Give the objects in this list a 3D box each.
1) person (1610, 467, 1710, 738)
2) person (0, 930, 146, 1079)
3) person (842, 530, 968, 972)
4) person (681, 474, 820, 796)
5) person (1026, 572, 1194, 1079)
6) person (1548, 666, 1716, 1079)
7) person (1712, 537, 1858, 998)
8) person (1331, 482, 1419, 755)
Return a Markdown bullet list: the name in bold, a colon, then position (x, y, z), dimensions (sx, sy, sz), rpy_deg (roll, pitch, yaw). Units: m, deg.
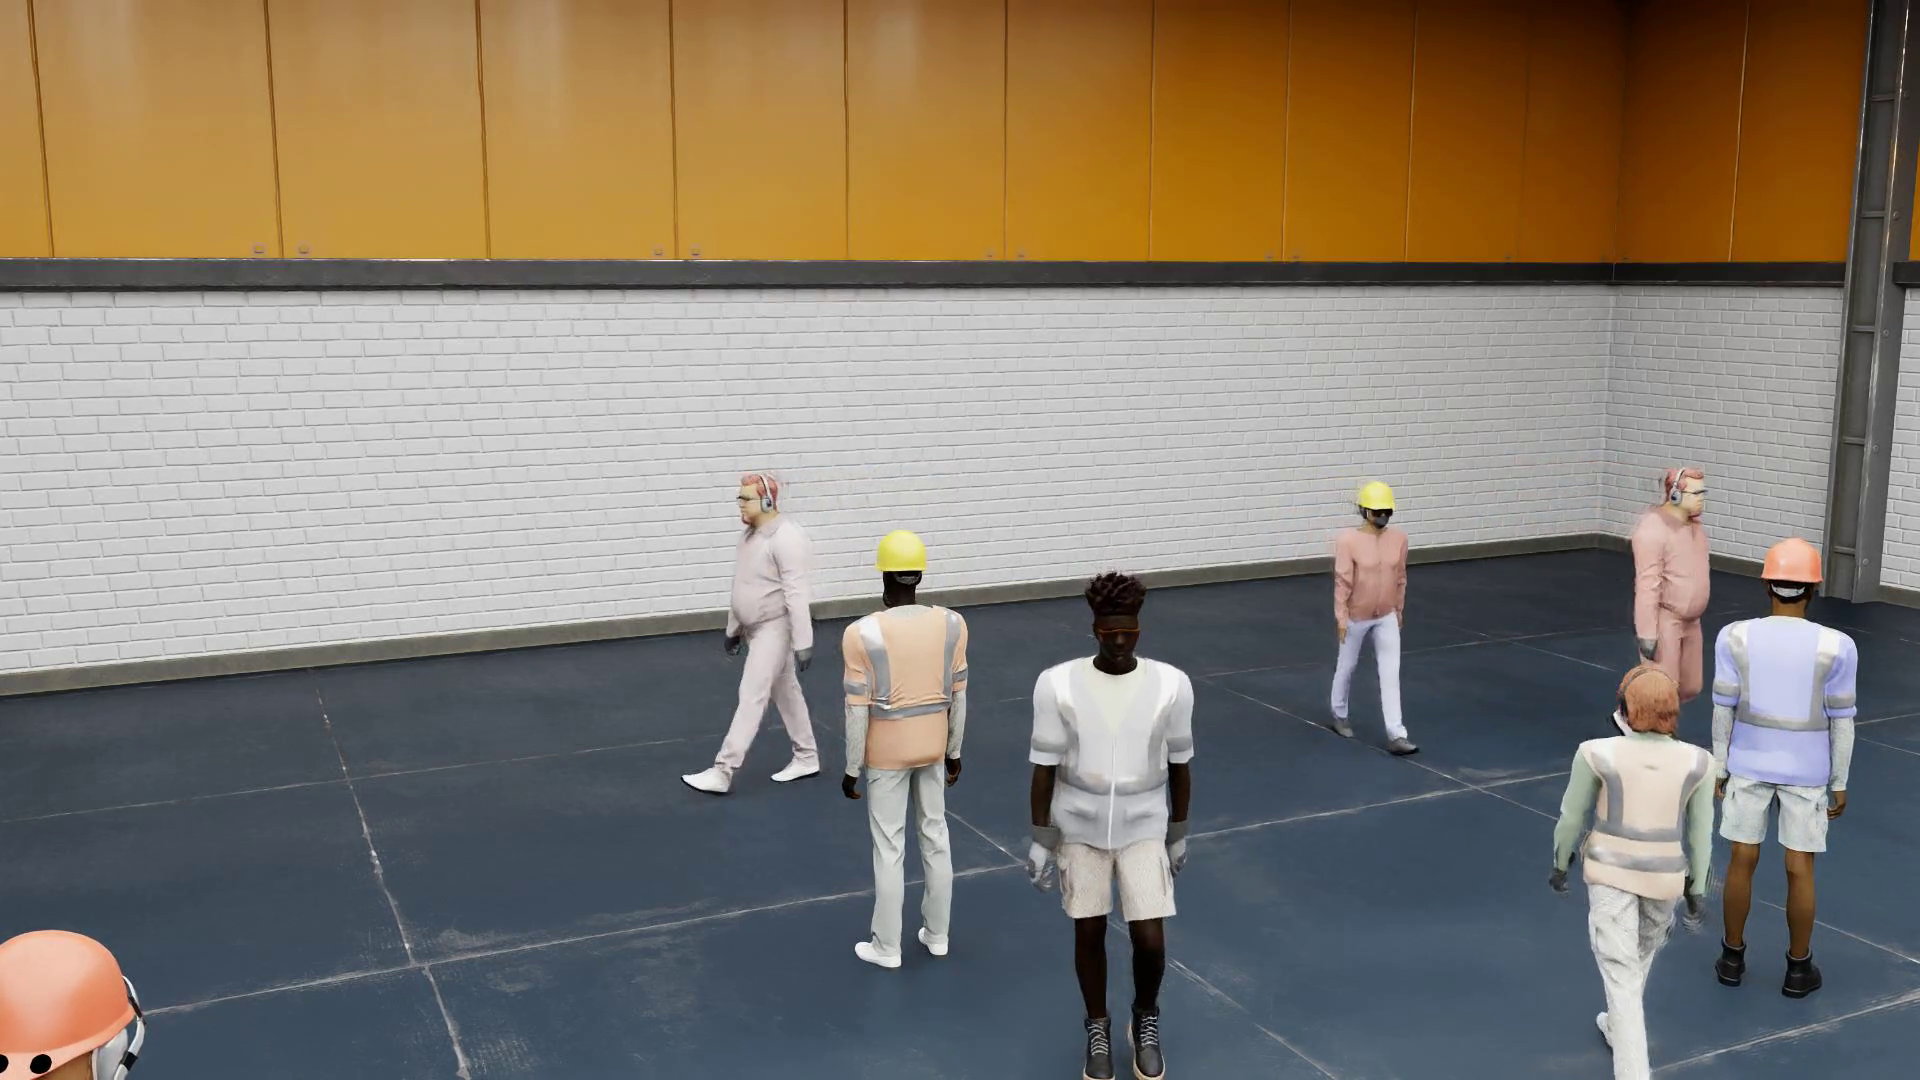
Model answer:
- **person**: position (4.209, 0.492, 9.984), dimensions (0.655, 1.894, 0.546), rpy_deg (-7, 12, -37)
- **person**: position (-1.450, 1.601, 2.778), dimensions (0.609, 1.995, 0.378), rpy_deg (-1, 9, -4)
- **person**: position (-0.249, 0.913, 7.253), dimensions (0.588, 1.927, 0.371), rpy_deg (-5, 10, -29)
- **person**: position (-1.231, 0.550, 9.675), dimensions (0.968, 1.862, 0.676), rpy_deg (-5, 10, -27)
- **person**: position (0.552, 1.078, 6.144), dimensions (0.617, 1.948, 0.450), rpy_deg (1, 9, 5)
- **person**: position (2.479, 1.259, 6.141), dimensions (0.528, 1.597, 0.862), rpy_deg (1, 9, 5)
- **person**: position (3.441, 0.951, 6.989), dimensions (0.544, 1.938, 0.356), rpy_deg (6, 11, 32)
- **person**: position (2.613, 0.484, 10.557), dimensions (0.549, 1.711, 0.922), rpy_deg (-2, 9, -14)
